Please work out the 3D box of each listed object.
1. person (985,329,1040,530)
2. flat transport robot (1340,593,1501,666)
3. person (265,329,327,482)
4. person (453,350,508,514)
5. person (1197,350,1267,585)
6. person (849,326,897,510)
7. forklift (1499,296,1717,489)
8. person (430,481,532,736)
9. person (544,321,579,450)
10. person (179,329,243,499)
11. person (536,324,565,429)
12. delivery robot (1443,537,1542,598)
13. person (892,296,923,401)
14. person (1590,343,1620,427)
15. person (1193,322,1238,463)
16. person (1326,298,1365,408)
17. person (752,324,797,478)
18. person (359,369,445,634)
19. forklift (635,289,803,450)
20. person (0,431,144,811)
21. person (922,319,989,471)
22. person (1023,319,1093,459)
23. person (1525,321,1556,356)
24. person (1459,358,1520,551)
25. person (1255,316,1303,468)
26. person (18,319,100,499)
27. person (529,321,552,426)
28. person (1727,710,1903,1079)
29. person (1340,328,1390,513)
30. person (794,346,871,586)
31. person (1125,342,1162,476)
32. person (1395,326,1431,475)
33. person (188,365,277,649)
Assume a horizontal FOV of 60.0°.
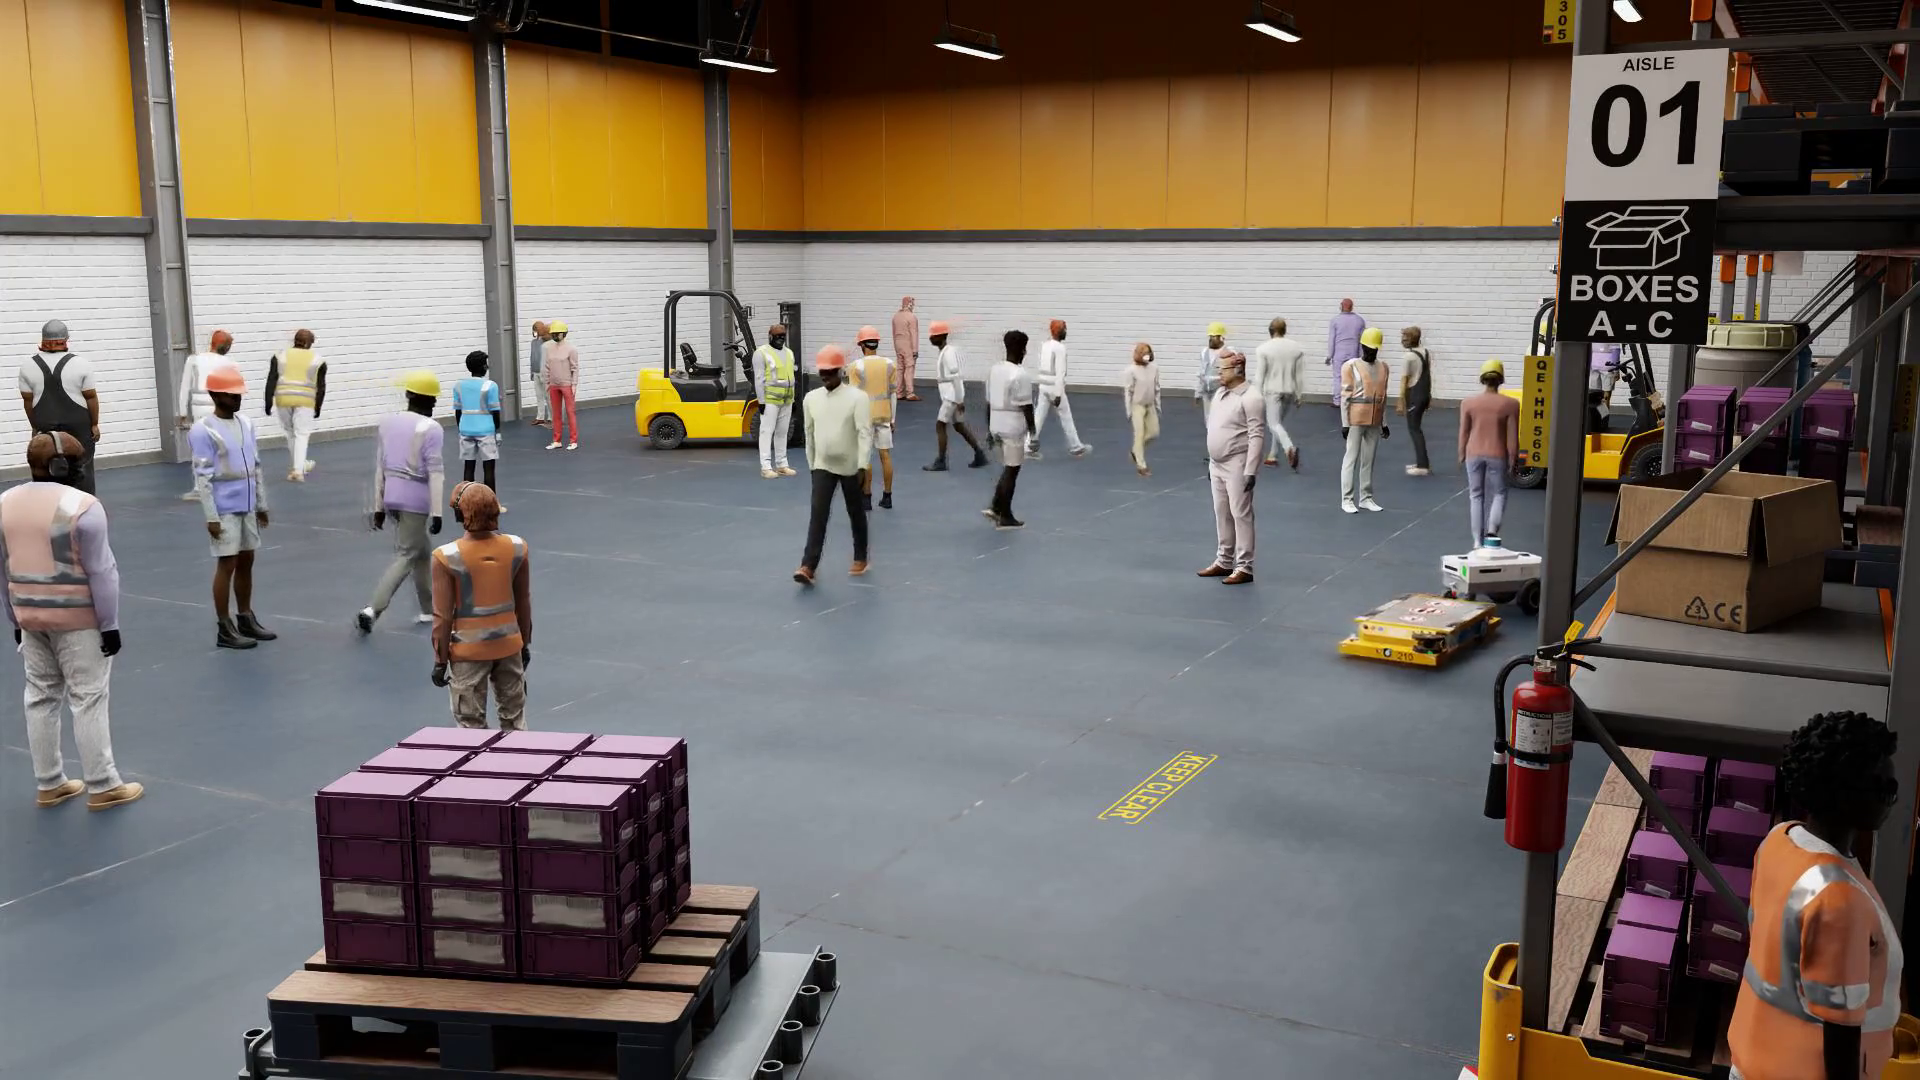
[{"bbox_3d":[0.506,-1.064,16.173,0.426,1.949,0.629,-6,11,-30],"label":"person"},{"bbox_3d":[3.182,0.593,11.415,0.652,0.197,1.431,6,12,33],"label":"flat transport robot"},{"bbox_3d":[-7.865,-1.605,19.804,0.673,1.782,0.817,-2,10,-9],"label":"person"},{"bbox_3d":[-4.933,-1.092,17.046,0.536,1.695,0.322,3,10,17],"label":"person"},{"bbox_3d":[2.204,-0.596,13.575,0.404,1.904,0.651,-4,11,-23],"label":"person"},{"bbox_3d":[-0.930,-1.276,17.442,0.543,1.928,0.374,-5,11,-27],"label":"person"},{"bbox_3d":[7.296,-1.677,18.993,2.313,2.155,1.214,5,11,27],"label":"forklift"},{"bbox_3d":[-2.222,0.540,7.766,0.306,1.640,0.522,9,13,42],"label":"person"},{"bbox_3d":[-5.452,-2.108,22.730,0.525,1.769,0.313,4,10,21],"label":"person"},{"bbox_3d":[-8.219,-1.362,18.184,0.717,1.856,0.348,-3,10,-15],"label":"person"},{"bbox_3d":[-6.291,-2.526,25.612,0.309,1.611,0.609,3,10,15],"label":"person"},{"bbox_3d":[3.990,0.224,12.460,0.707,0.478,0.477,-3,10,-14],"label":"delivery robot"},{"bbox_3d":[-0.953,-3.474,30.251,0.400,1.902,0.643,-8,12,-37],"label":"person"},{"bbox_3d":[9.477,-2.540,24.429,0.377,2.045,0.605,-3,10,-19],"label":"person"},{"bbox_3d":[3.224,-1.863,21.160,0.630,1.816,0.527,9,13,43],"label":"person"},{"bbox_3d":[6.684,-3.240,28.883,0.645,1.908,0.400,-1,10,-8],"label":"person"},{"bbox_3d":[-2.197,-1.667,19.979,0.430,1.838,0.619,8,12,38],"label":"person"},{"bbox_3d":[-3.961,-0.264,11.793,0.617,1.884,0.878,7,12,35],"label":"person"},{"bbox_3d":[-3.358,-2.392,23.136,2.313,2.155,1.214,-1,10,-5],"label":"forklift"},{"bbox_3d":[-4.319,0.394,8.039,0.624,1.840,0.430,2,10,14],"label":"person"},{"bbox_3d":[-0.025,-1.783,20.555,0.839,1.890,0.564,-1,10,-5],"label":"person"},{"bbox_3d":[1.248,-1.955,21.682,1.030,1.823,0.599,-6,11,-30],"label":"person"},{"bbox_3d":[7.475,-1.904,21.402,0.405,1.824,0.585,-1,10,-7],"label":"person"},{"bbox_3d":[4.744,-0.757,14.948,0.527,1.751,0.383,5,11,25],"label":"person"},{"bbox_3d":[3.993,-1.808,20.601,0.642,1.912,0.840,-4,10,-20],"label":"person"},{"bbox_3d":[-8.862,-1.164,16.471,0.682,2.000,0.537,-2,10,-11],"label":"person"},{"bbox_3d":[-6.509,-2.584,25.869,0.499,1.633,0.289,7,12,36],"label":"person"},{"bbox_3d":[1.907,1.208,3.733,0.319,1.696,0.532,2,10,10],"label":"person"},{"bbox_3d":[4.210,-1.237,17.248,0.585,1.917,0.381,-4,11,-24],"label":"person"},{"bbox_3d":[-1.013,-0.606,13.565,0.629,1.929,1.062,3,10,17],"label":"person"},{"bbox_3d":[2.202,-1.597,20.170,0.525,1.620,0.456,-6,11,-31],"label":"person"},{"bbox_3d":[5.505,-1.676,20.098,0.447,1.814,0.559,9,13,43],"label":"person"},{"bbox_3d":[-4.957,-0.228,11.363,0.379,1.936,0.542,3,10,15],"label":"person"}]
